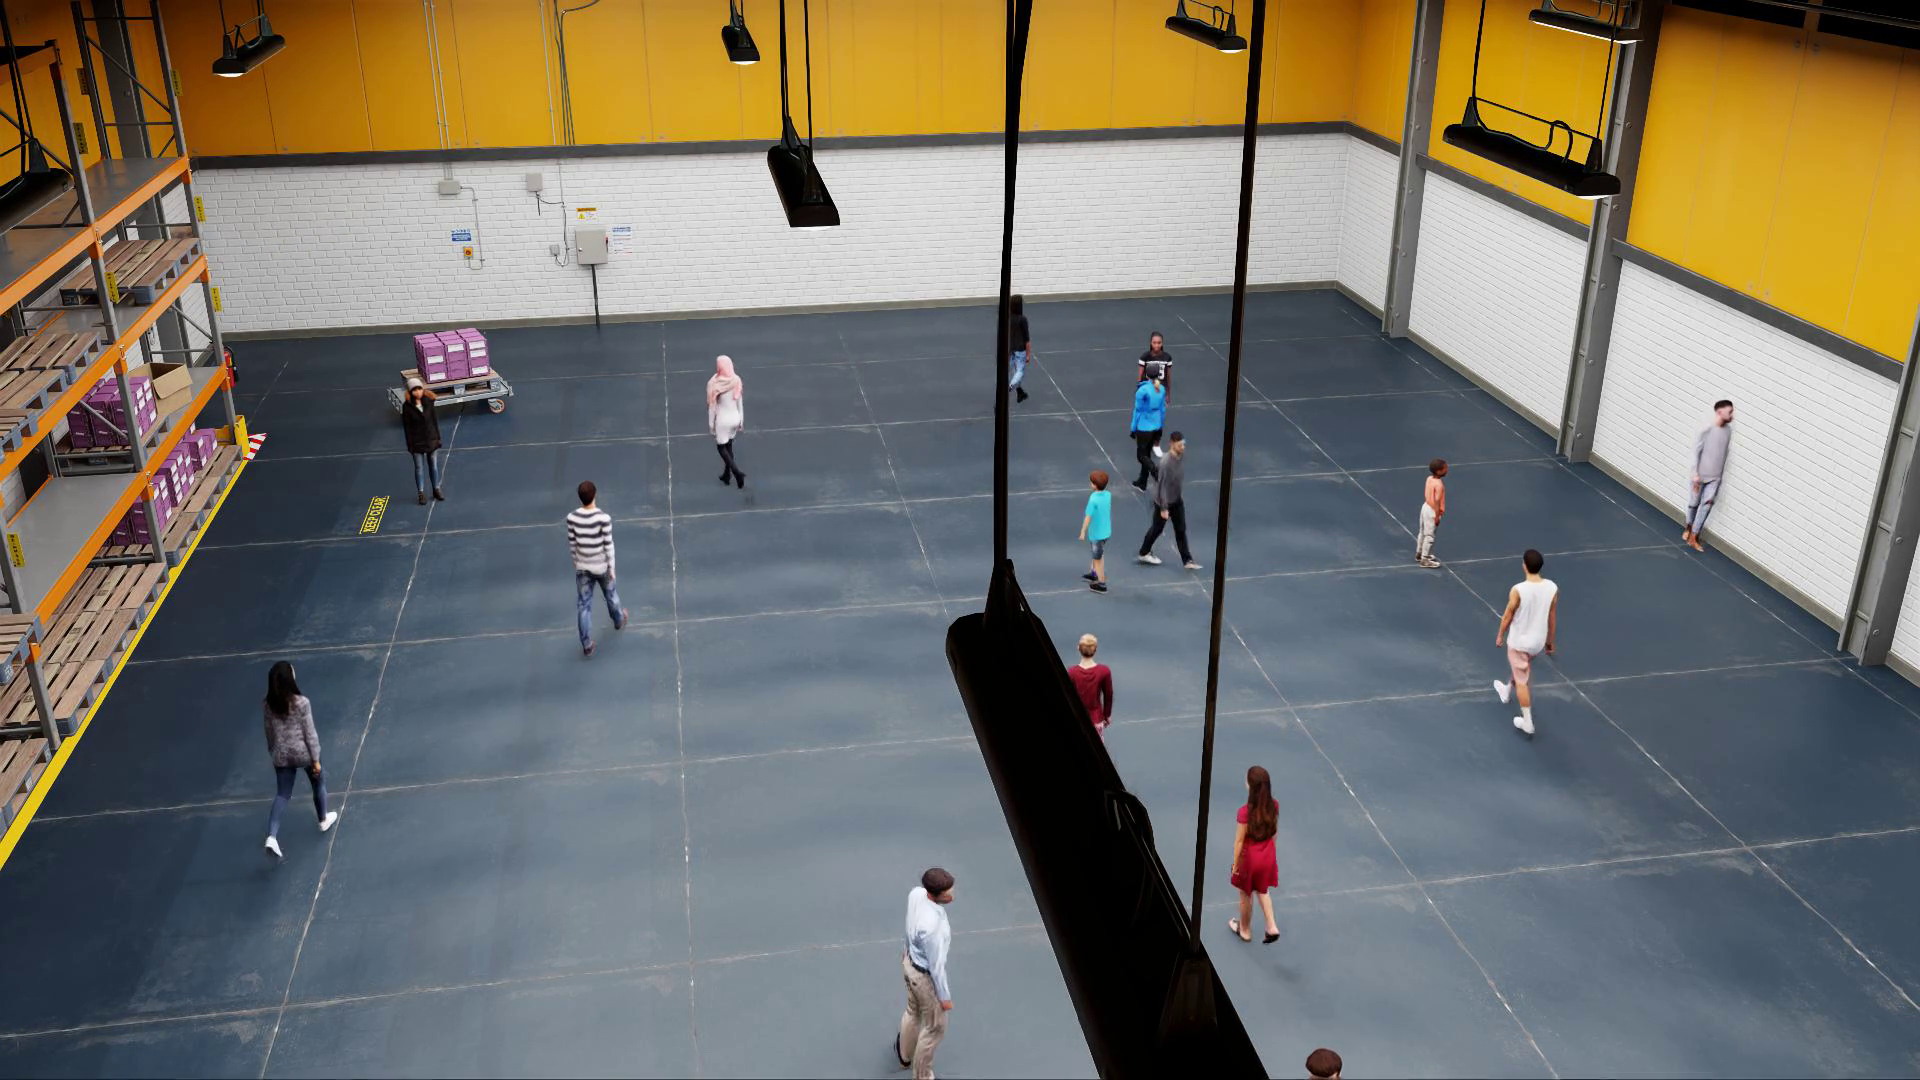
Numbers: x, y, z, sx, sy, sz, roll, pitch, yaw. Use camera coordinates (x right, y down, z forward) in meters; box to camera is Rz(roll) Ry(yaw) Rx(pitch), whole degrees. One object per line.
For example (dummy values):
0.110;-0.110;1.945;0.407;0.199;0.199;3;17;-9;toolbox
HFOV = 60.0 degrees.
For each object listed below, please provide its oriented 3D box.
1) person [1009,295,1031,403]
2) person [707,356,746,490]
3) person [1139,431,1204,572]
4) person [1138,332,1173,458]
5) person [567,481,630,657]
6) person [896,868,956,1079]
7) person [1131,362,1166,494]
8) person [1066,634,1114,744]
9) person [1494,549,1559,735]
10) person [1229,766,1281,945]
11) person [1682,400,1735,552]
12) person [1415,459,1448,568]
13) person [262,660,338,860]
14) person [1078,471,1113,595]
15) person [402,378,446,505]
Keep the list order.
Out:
0.799;-2.748;24.471;1.015;1.671;1.062;16;28;32;person
-2.960;-1.473;21.418;0.879;1.781;1.123;-14;27;-28;person
2.340;-0.465;19.200;1.183;1.710;1.076;16;28;32;person
2.637;-1.985;22.656;0.641;1.728;0.613;-1;24;-1;person
-3.837;0.334;17.257;0.882;1.804;1.211;3;24;6;person
-0.271;2.928;11.307;0.949;1.816;0.550;-13;27;-28;person
2.445;-1.361;21.172;0.887;1.773;1.127;-15;28;-30;person
1.100;1.630;14.483;0.723;1.650;1.121;-1;24;-3;person
5.409;1.007;15.804;0.676;1.733;1.125;-5;24;-11;person
2.302;2.459;12.719;0.661;1.543;0.841;-11;26;-23;person
8.911;-0.812;19.884;0.785;1.799;0.940;3;24;6;person
5.488;-0.330;19.393;0.551;1.308;0.425;-2;24;-4;person
-5.615;1.849;13.917;0.854;1.702;1.186;3;24;7;person
1.618;-0.080;18.662;0.798;1.436;0.728;19;30;37;person
-6.835;-1.279;21.157;0.731;1.634;0.755;-18;29;-35;person
